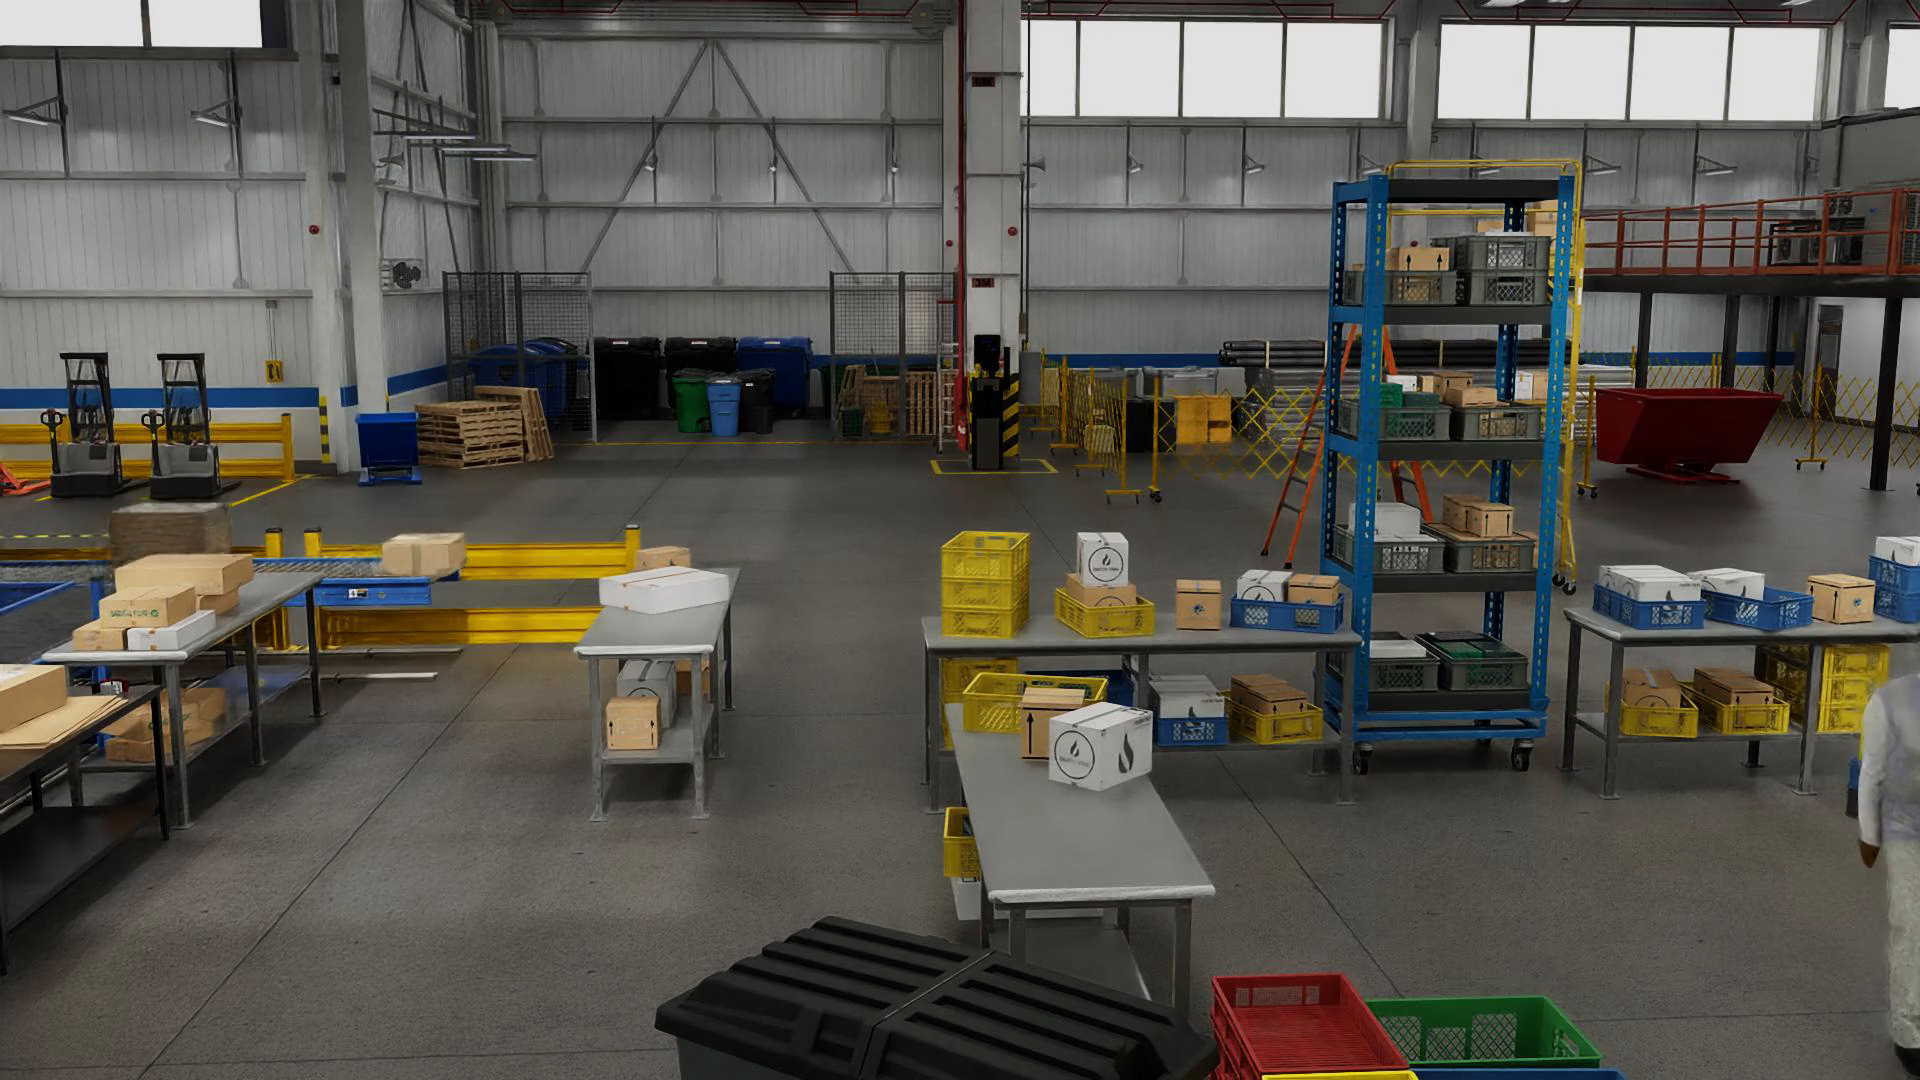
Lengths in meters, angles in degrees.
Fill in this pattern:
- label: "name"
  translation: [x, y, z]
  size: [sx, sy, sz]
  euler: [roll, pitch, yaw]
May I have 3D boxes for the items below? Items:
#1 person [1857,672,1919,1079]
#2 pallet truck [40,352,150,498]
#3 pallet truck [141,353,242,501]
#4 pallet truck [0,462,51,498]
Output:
- label: "person"
  translation: [3.821, 1.119, 6.518]
  size: [0.579, 1.786, 0.845]
  euler: [1, 9, 5]
- label: "pallet truck"
  translation: [-11.907, -1.642, 23.165]
  size: [0.823, 1.965, 1.885]
  euler: [0, 9, 0]
- label: "pallet truck"
  translation: [-10.520, -1.604, 22.925]
  size: [0.823, 1.965, 1.885]
  euler: [-1, 9, -6]
- label: "pallet truck"
  translation: [-13.193, -1.293, 23.148]
  size: [0.653, 1.274, 1.630]
  euler: [-1, 9, -4]
